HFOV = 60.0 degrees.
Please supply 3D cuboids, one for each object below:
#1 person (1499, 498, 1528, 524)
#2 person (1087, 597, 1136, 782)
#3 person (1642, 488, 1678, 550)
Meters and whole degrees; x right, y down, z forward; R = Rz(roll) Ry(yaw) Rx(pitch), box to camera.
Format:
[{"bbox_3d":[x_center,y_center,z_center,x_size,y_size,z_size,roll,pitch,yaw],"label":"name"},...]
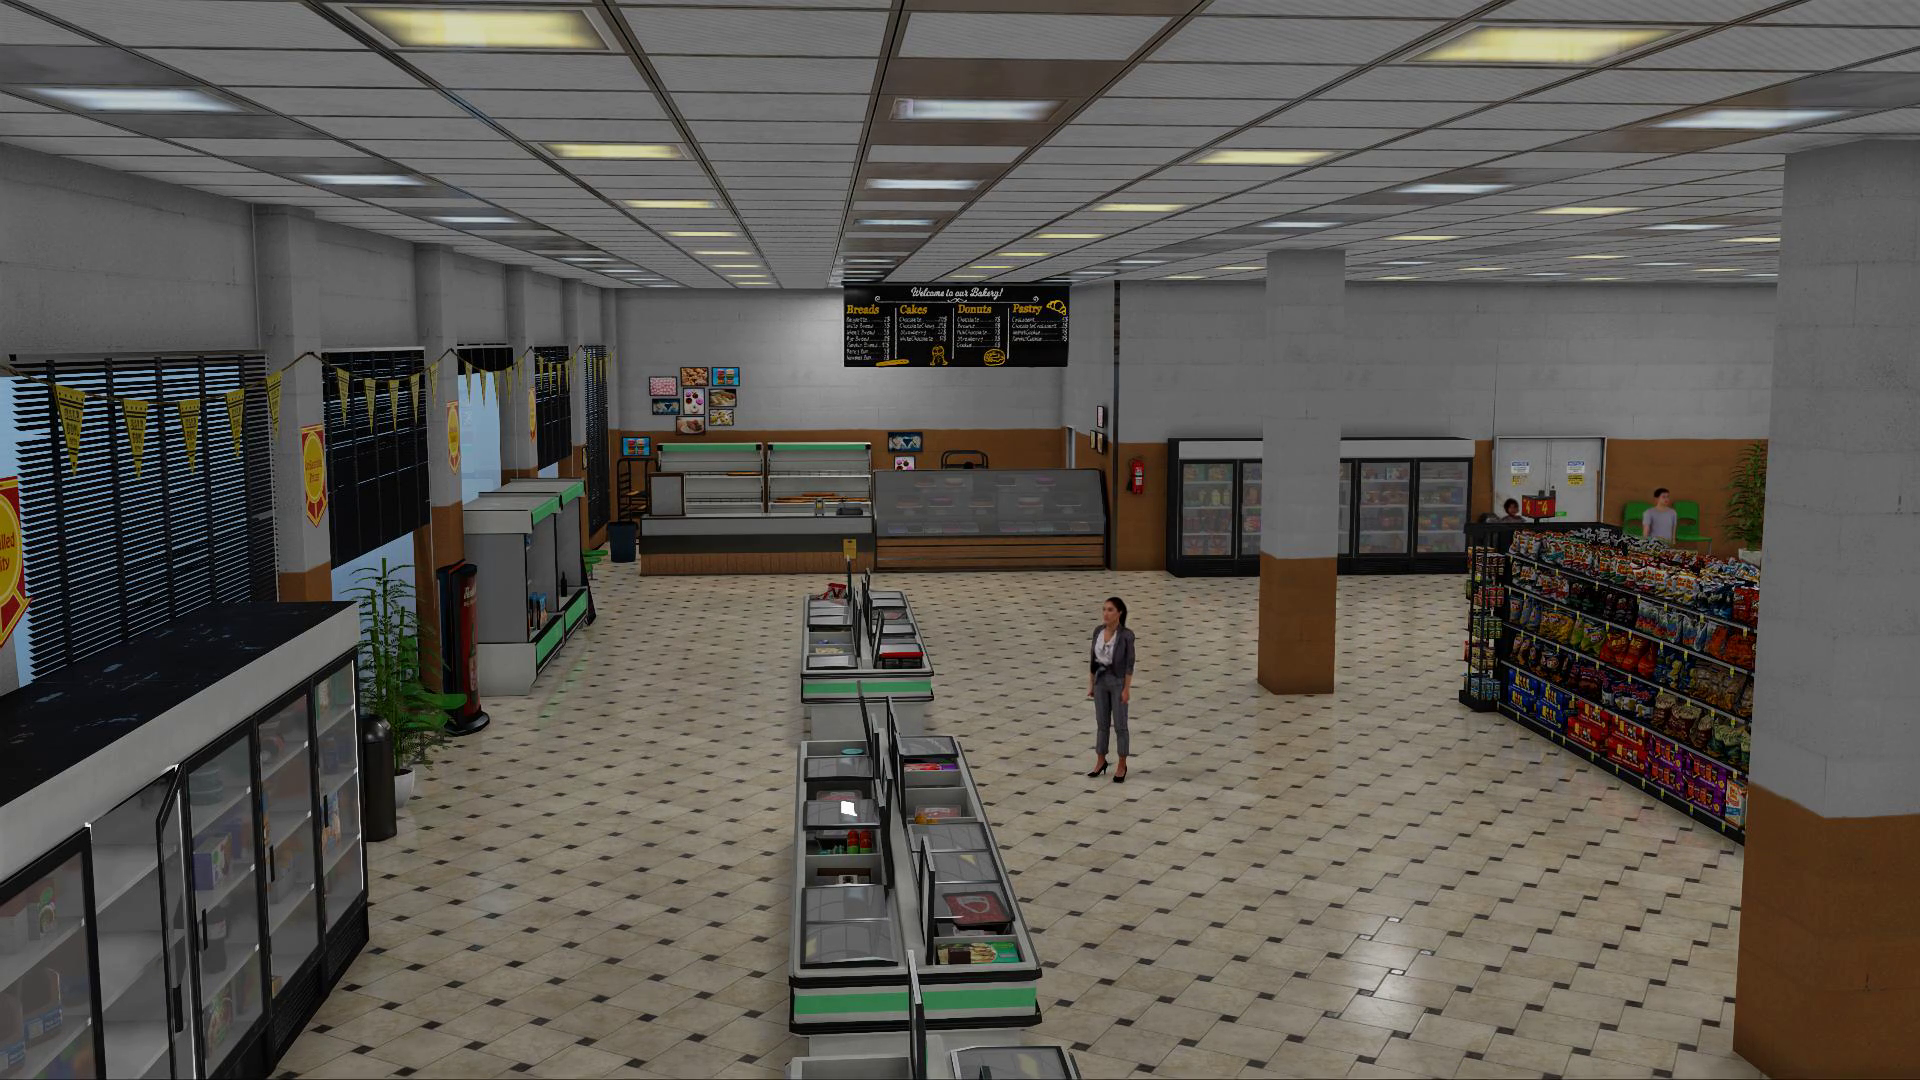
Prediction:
[{"bbox_3d":[8.035,0.240,24.263,0.641,1.701,0.926,0,7,3],"label":"person"},{"bbox_3d":[1.390,1.348,15.193,0.724,1.680,0.779,5,9,38],"label":"person"},{"bbox_3d":[10.132,0.182,24.239,0.714,1.823,1.144,0,7,-3],"label":"person"}]
